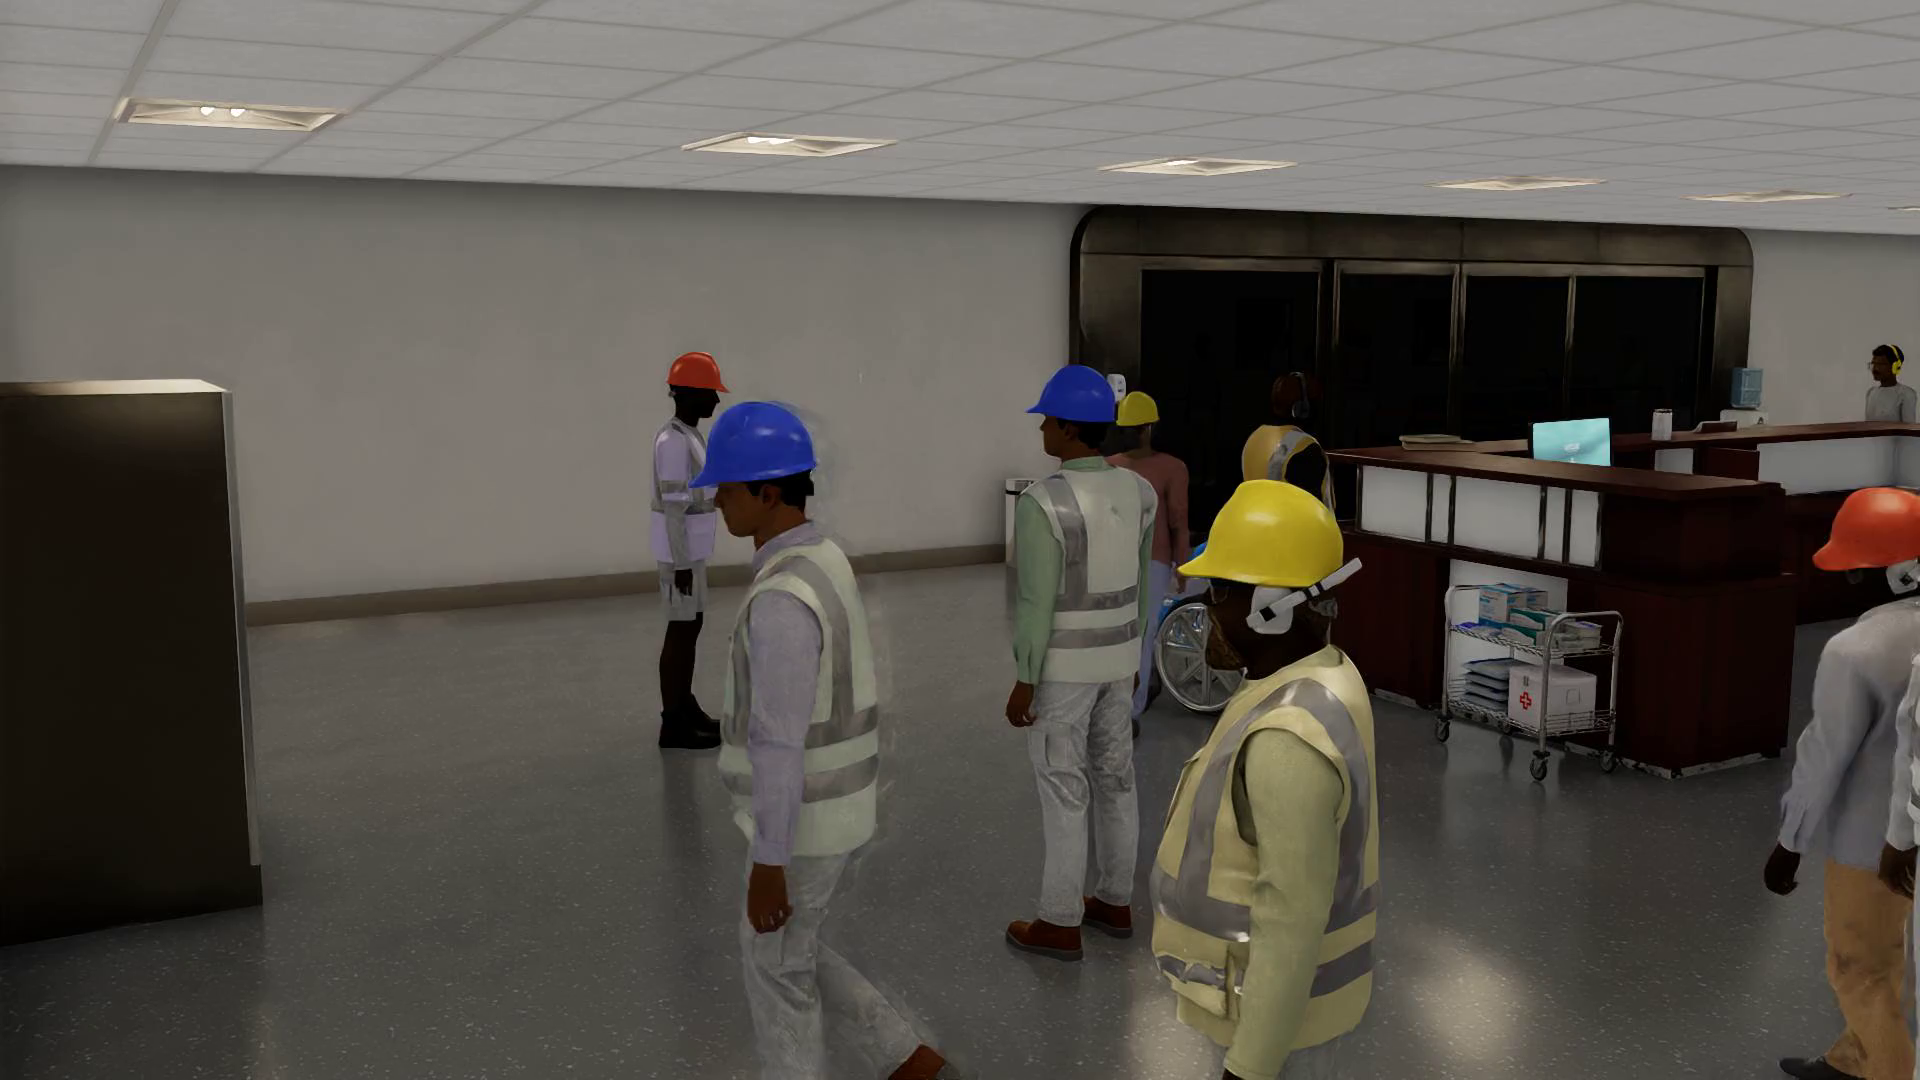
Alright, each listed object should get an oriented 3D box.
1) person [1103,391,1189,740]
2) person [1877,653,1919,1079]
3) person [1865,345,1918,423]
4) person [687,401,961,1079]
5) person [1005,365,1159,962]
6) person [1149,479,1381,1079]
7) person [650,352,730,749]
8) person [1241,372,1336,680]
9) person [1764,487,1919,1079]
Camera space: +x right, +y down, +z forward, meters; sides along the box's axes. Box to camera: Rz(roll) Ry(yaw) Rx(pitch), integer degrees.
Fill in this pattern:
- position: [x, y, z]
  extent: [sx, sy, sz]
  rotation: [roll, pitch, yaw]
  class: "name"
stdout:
- position: [0.913, 0.098, 8.502]
  extent: [0.531, 1.731, 0.863]
  rotation: [5, 9, 32]
  class: "person"
- position: [2.252, 0.694, 3.612]
  extent: [0.355, 1.886, 0.572]
  rotation: [-2, 8, -14]
  class: "person"
- position: [7.094, -0.567, 12.812]
  extent: [0.314, 1.866, 0.535]
  rotation: [-2, 8, -12]
  class: "person"
- position: [-0.353, 0.633, 3.910]
  extent: [0.543, 1.925, 0.644]
  rotation: [0, 8, 1]
  class: "person"
- position: [0.397, 0.401, 5.492]
  extent: [0.614, 1.950, 0.375]
  rotation: [-8, 11, -44]
  class: "person"
- position: [0.545, 0.804, 3.008]
  extent: [0.404, 1.833, 0.589]
  rotation: [2, 8, 13]
  class: "person"
- position: [-1.308, 0.050, 8.128]
  extent: [0.390, 1.929, 0.545]
  rotation: [0, 8, 1]
  class: "person"
- position: [1.592, 0.107, 8.074]
  extent: [0.431, 1.836, 0.618]
  rotation: [-2, 8, -14]
  class: "person"
- position: [2.303, 0.713, 4.176]
  extent: [0.591, 1.702, 0.636]
  rotation: [-4, 9, -27]
  class: "person"
